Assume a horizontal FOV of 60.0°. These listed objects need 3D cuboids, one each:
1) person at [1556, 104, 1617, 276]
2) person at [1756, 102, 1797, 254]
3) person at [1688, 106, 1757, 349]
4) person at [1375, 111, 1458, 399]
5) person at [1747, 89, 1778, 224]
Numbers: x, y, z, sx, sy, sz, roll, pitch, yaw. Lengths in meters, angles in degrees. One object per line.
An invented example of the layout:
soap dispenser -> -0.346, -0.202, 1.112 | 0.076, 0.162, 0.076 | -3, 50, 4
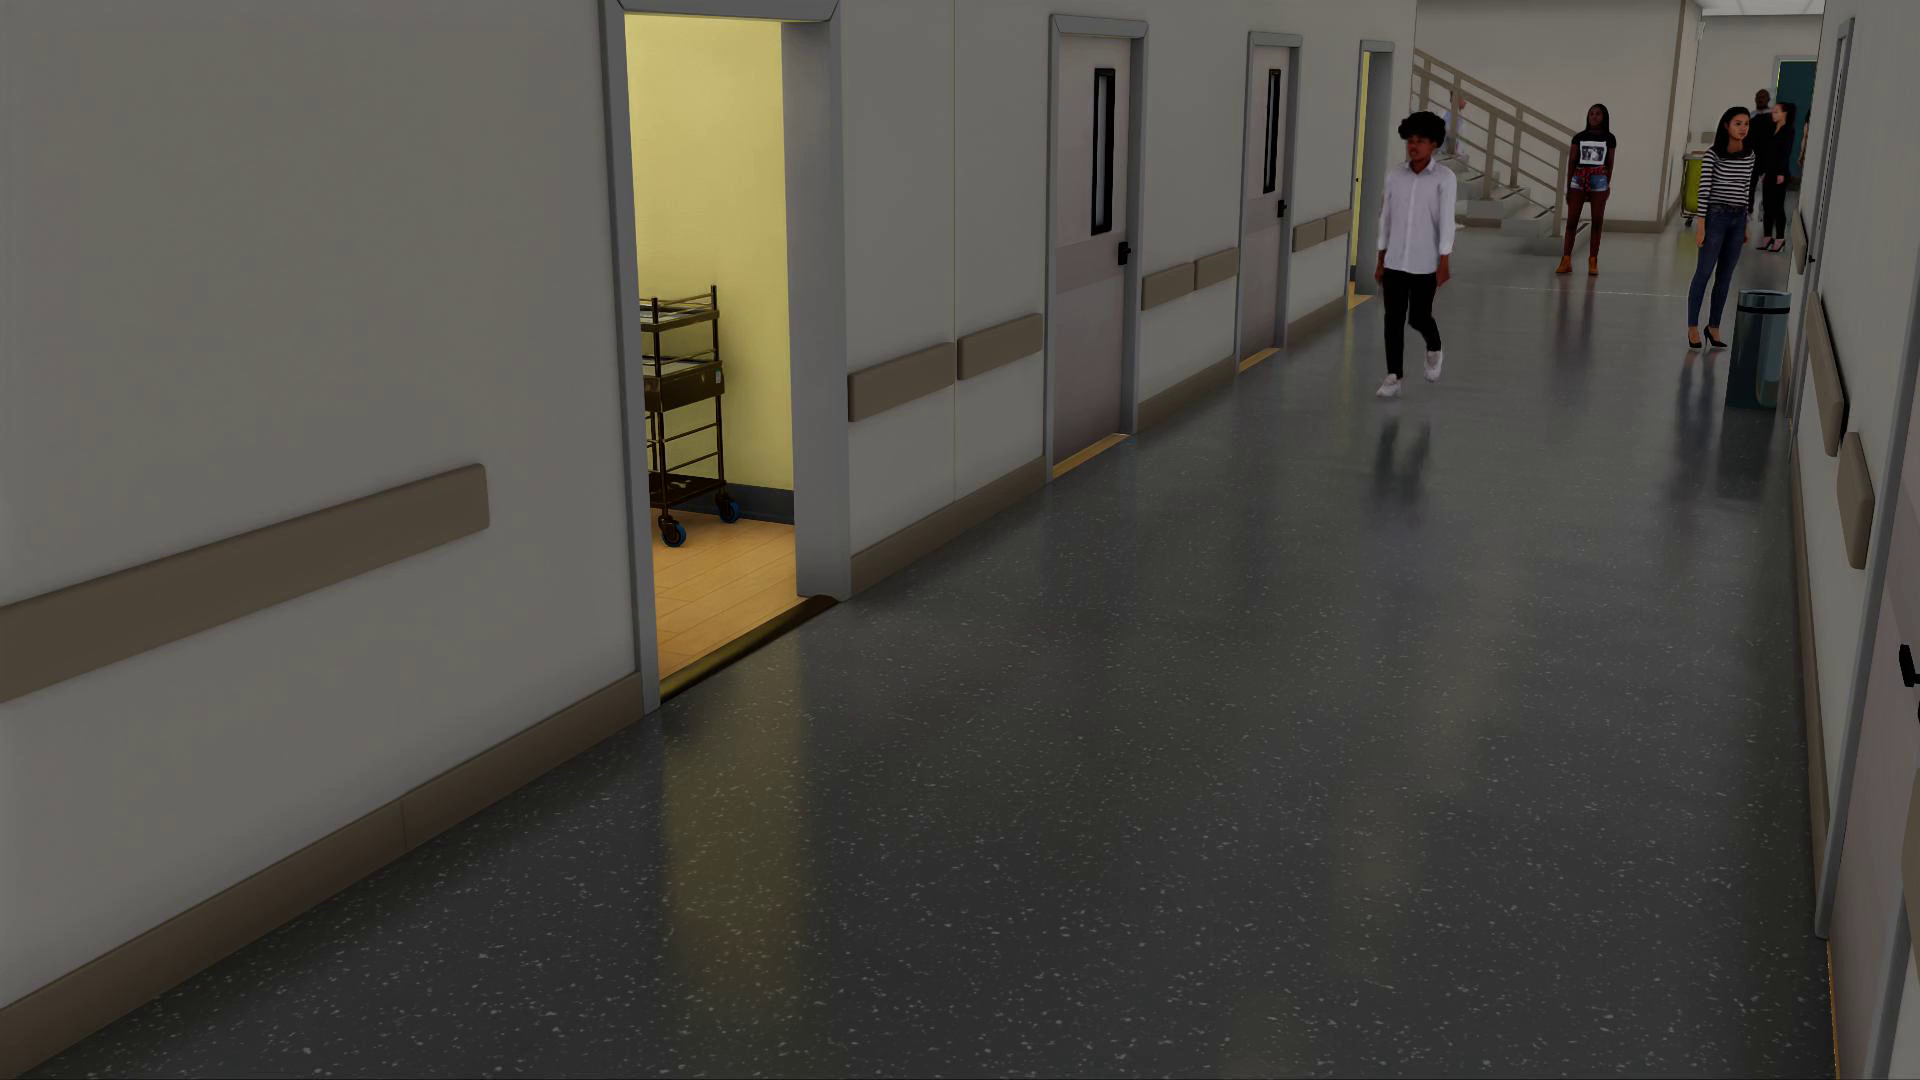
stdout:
person -> 6.493, -3.619, 17.178 | 0.514, 1.728, 0.657 | 7, 17, 24
person -> 9.486, -4.212, 19.320 | 0.661, 1.707, 0.652 | -1, 16, -3
person -> 5.751, -2.348, 12.548 | 0.640, 1.793, 0.728 | -4, 16, -13
person -> 2.930, -1.812, 10.643 | 0.896, 1.796, 0.819 | 12, 20, 37
person -> 11.092, -5.304, 23.010 | 0.714, 1.805, 0.788 | 9, 18, 30
